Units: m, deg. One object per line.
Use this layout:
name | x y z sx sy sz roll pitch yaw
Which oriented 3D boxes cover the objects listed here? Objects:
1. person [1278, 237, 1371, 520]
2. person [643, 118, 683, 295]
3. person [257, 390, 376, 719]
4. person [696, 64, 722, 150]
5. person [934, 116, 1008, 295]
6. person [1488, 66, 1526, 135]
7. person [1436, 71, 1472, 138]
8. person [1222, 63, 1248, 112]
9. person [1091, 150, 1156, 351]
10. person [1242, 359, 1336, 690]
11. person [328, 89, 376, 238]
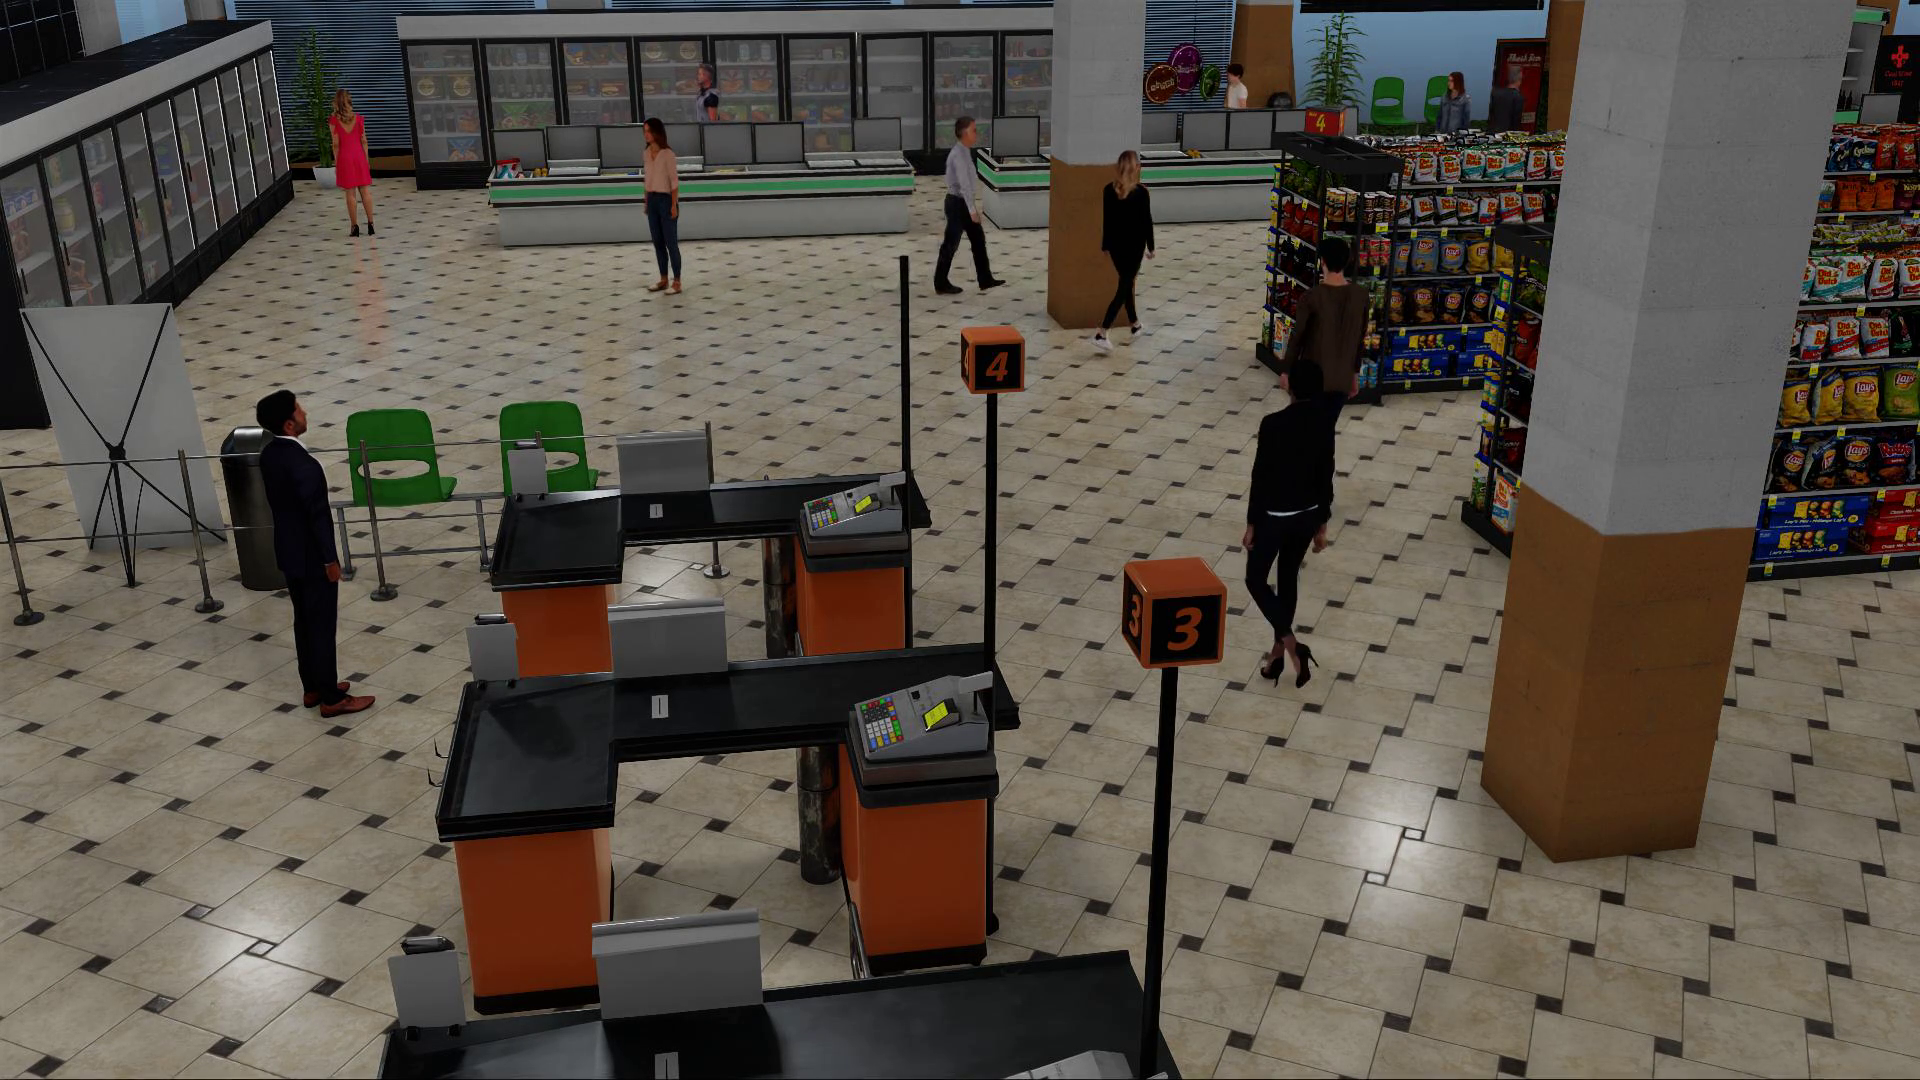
person | 2.455 -1.034 11.003 0.794 1.868 0.790 -8 23 -19
person | -3.049 -3.430 17.070 0.669 1.789 0.726 15 26 33
person | -3.323 0.072 8.437 0.708 1.729 0.736 19 29 39
person | -3.138 -5.212 21.478 1.081 1.809 0.718 -5 23 -13
person | -0.082 -3.382 16.950 1.055 1.790 0.831 2 22 6
person | 6.853 -5.067 21.137 1.316 1.795 1.011 -13 25 -29
person | 6.424 -5.255 21.735 0.683 1.699 0.707 20 29 40
person | 3.887 -5.762 23.079 0.709 1.636 0.593 -6 23 -14
person | 1.437 -2.544 14.911 1.146 1.756 1.241 16 27 35
person | 1.706 -0.020 8.542 0.825 1.821 0.722 -6 23 -15
person | -7.240 -4.492 19.796 0.595 1.728 0.709 -13 25 -30
